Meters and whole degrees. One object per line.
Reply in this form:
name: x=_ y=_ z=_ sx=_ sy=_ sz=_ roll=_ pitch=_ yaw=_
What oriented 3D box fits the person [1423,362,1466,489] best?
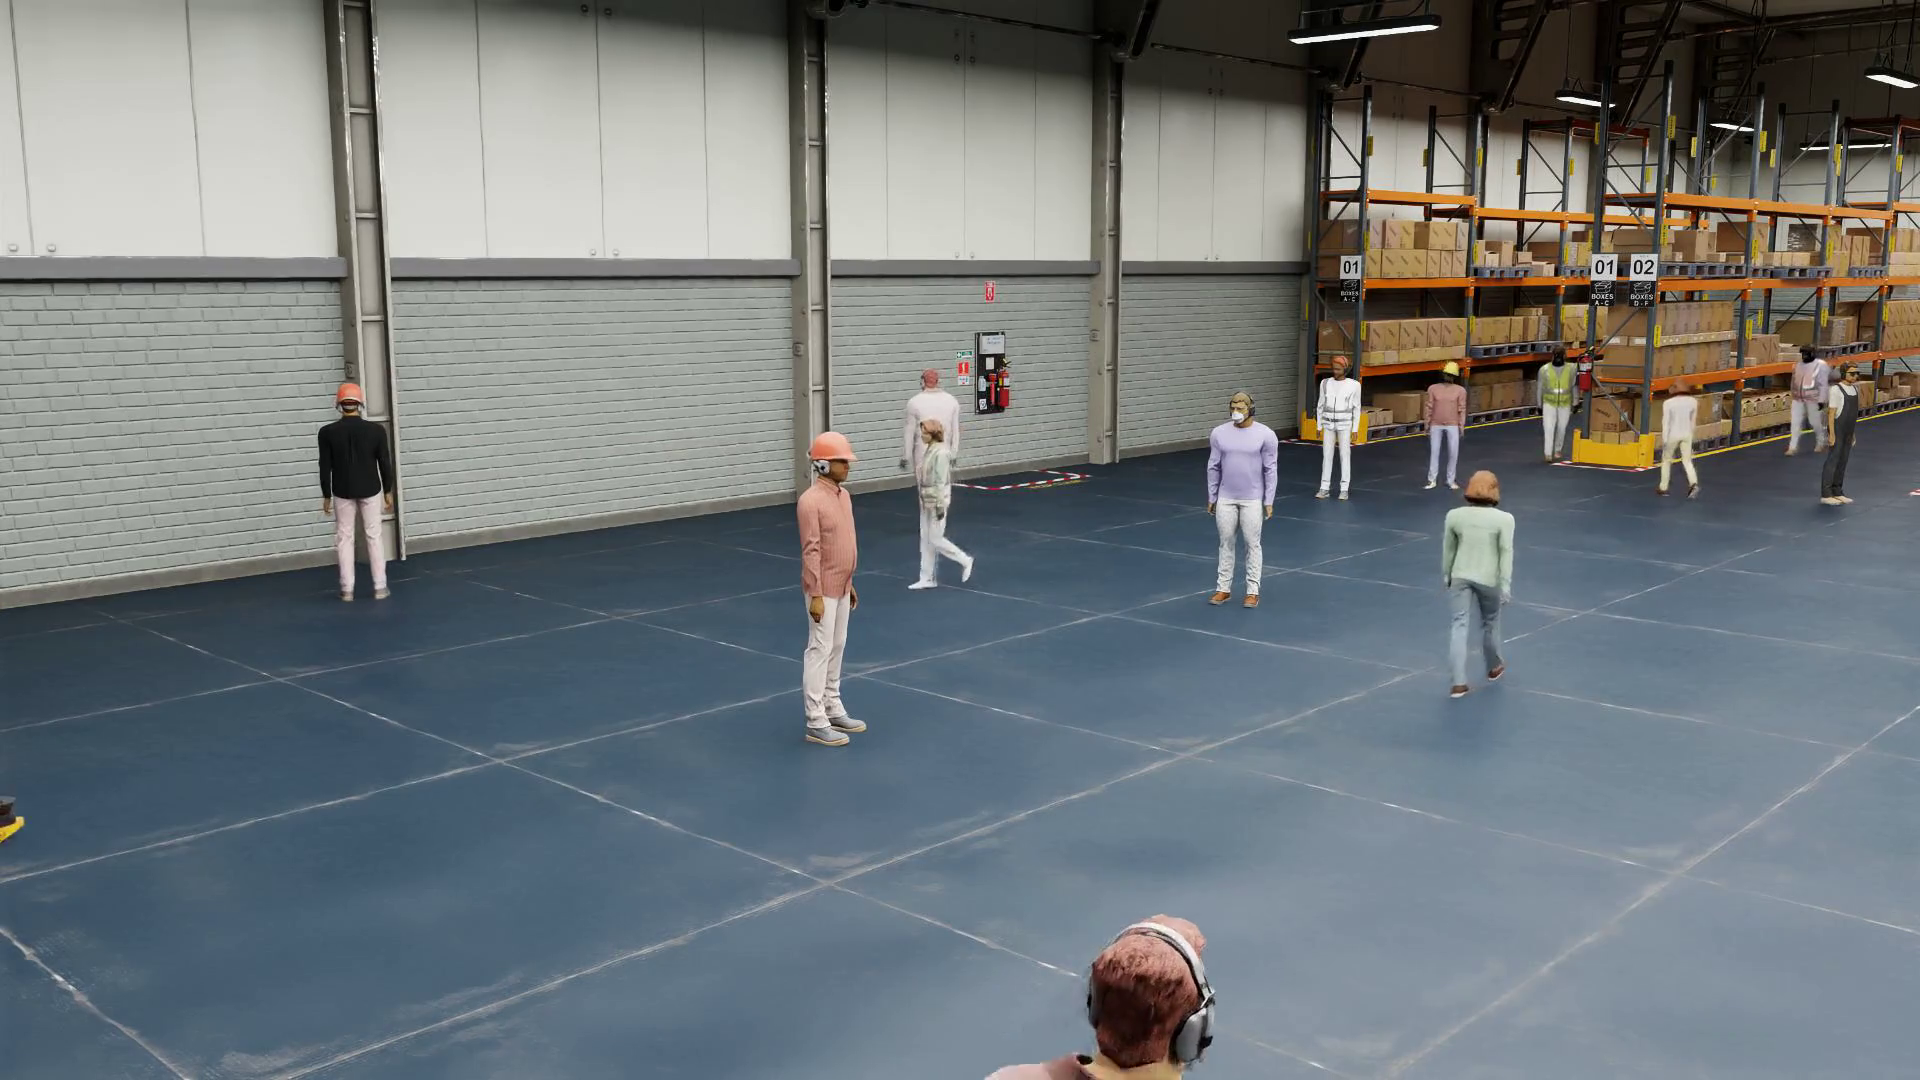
person: x=6.633 y=-1.555 z=22.766 sx=0.569 sy=1.746 sz=0.406 roll=3 pitch=10 yaw=17

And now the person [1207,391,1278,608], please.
person: x=2.508 y=-0.362 z=14.867 sx=0.637 sy=1.938 sz=0.355 roll=5 pitch=11 yaw=27

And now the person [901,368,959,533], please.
person: x=-0.339 y=-1.017 z=19.004 sx=0.647 sy=1.912 sz=0.417 roll=-4 pitch=10 yaw=-24

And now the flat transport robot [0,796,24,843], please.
flat transport robot: x=-5.692 y=1.513 z=8.511 sx=1.431 sy=0.197 sz=0.652 roll=-1 pitch=9 yaw=-6

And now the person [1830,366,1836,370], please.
person: x=19.230 y=-3.973 z=37.051 sx=0.574 sy=1.883 sz=0.356 roll=9 pitch=13 yaw=43

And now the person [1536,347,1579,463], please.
person: x=9.381 y=-2.140 z=26.128 sx=0.616 sy=1.803 sz=0.919 roll=2 pitch=10 yaw=14

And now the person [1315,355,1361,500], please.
person: x=4.945 y=-1.471 z=21.791 sx=0.573 sy=1.887 sz=0.355 roll=5 pitch=11 yaw=30

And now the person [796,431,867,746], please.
person: x=-0.829 y=0.299 z=10.662 sx=0.376 sy=1.997 sz=0.612 roll=3 pitch=10 yaw=18

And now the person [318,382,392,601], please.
person: x=-5.499 y=-0.438 z=15.167 sx=0.621 sy=1.991 sz=0.398 roll=-3 pitch=10 yaw=-20

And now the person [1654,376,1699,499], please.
person: x=9.467 y=-1.347 z=21.858 sx=0.499 sy=1.608 sz=0.757 roll=-1 pitch=9 yaw=-5

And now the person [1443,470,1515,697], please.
person: x=3.723 y=0.289 z=11.933 sx=0.524 sy=1.583 sz=0.839 roll=6 pitch=11 yaw=32

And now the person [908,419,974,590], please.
person: x=-0.193 y=-0.335 z=15.640 sx=0.549 sy=1.624 sz=0.525 roll=-4 pitch=10 yaw=-22

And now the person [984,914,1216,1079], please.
person: x=0.277 y=1.610 z=2.994 sx=0.670 sy=1.889 sz=0.532 roll=5 pitch=10 yaw=27

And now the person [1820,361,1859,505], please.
person: x=11.280 y=-1.365 z=21.270 sx=0.514 sy=1.844 sz=0.328 roll=-6 pitch=11 yaw=-32

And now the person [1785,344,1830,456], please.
person: x=13.728 y=-2.270 z=26.878 sx=0.832 sy=1.818 sz=0.621 roll=-7 pitch=12 yaw=-37
